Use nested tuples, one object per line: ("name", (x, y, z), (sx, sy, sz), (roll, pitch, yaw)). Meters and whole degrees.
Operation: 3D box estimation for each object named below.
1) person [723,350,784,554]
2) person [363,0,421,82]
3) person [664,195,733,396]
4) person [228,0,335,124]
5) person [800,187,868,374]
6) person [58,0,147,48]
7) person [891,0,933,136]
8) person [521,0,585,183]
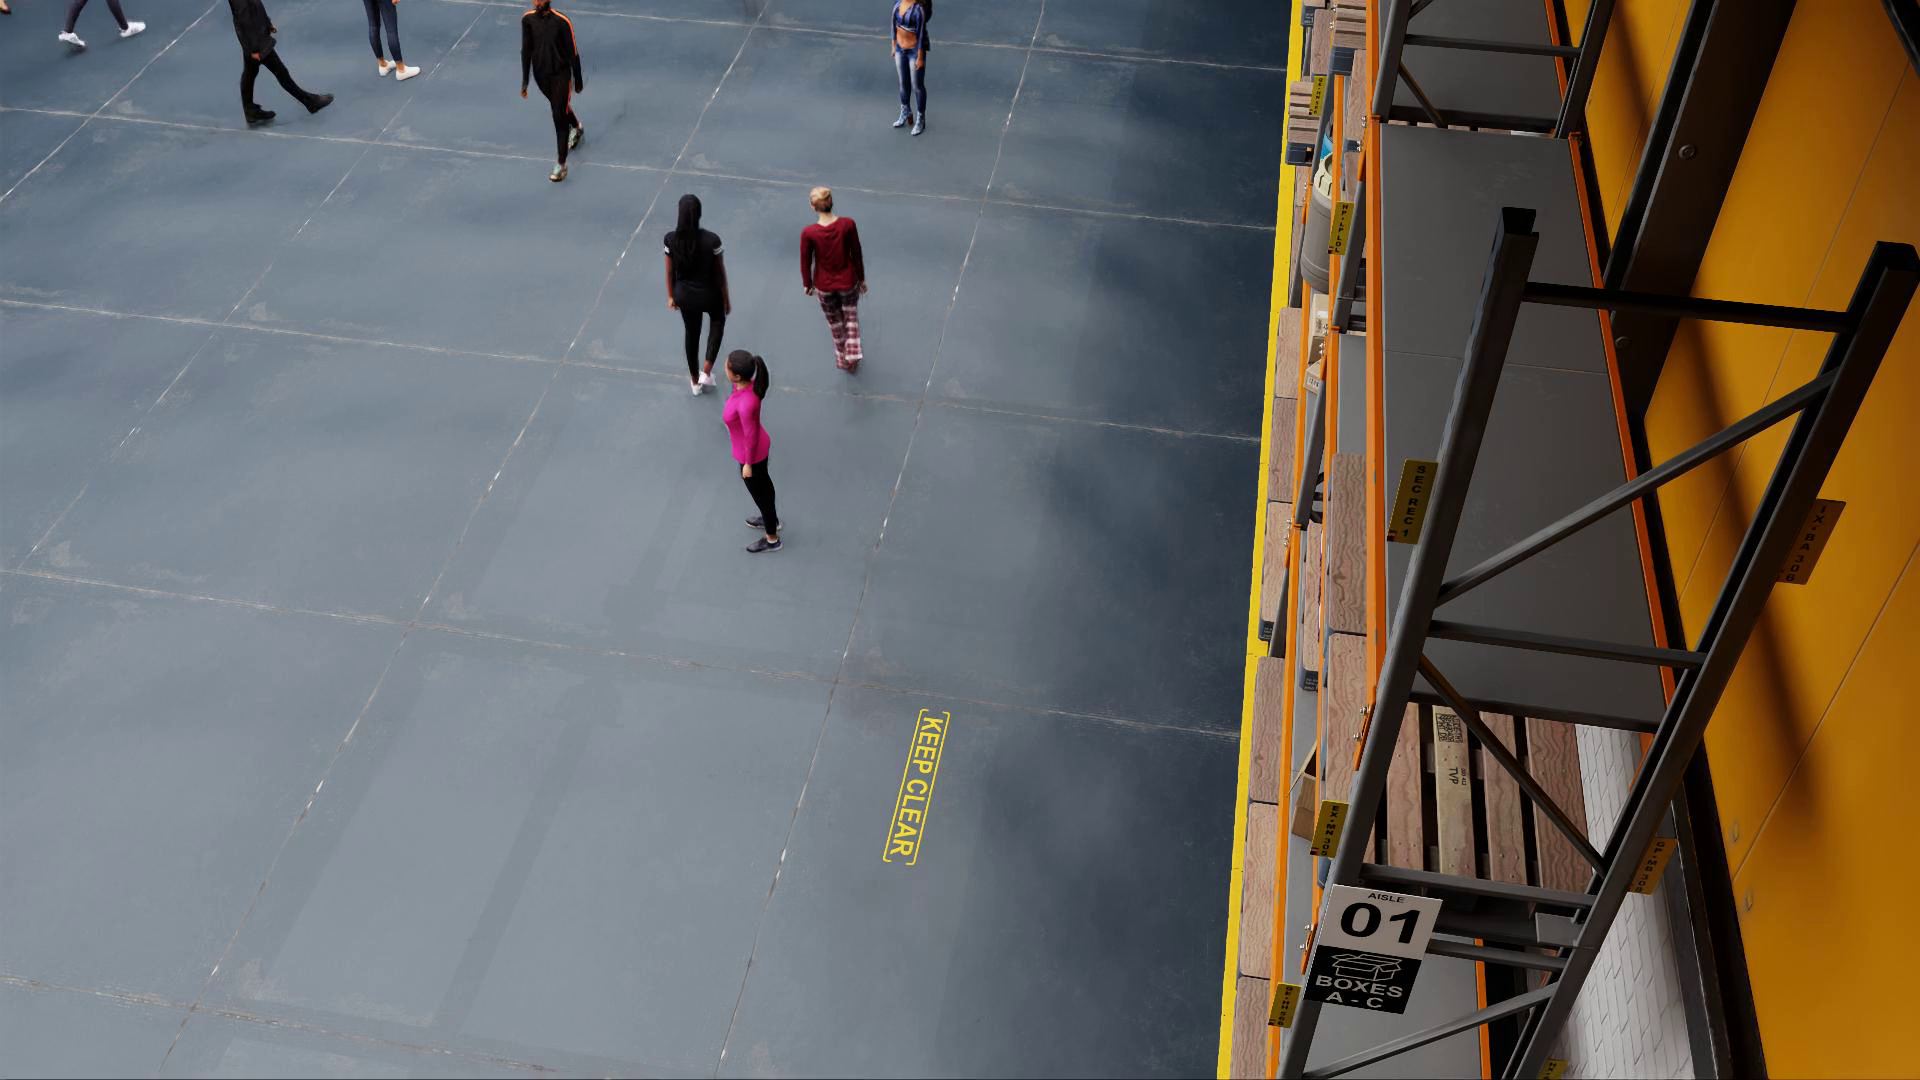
("person", (-1.422, -0.620, 11.492), (0.701, 1.699, 0.570), (-3, 44, -3))
("person", (-5.798, -5.451, 16.476), (0.658, 1.808, 0.609), (20, 47, 20))
("person", (-1.989, -1.808, 12.710), (0.685, 1.729, 0.730), (0, 44, 0))
("person", (-6.778, -4.738, 15.785), (1.077, 1.730, 1.116), (-17, 46, -17))
("person", (-0.949, -1.965, 12.901), (0.771, 1.691, 0.784), (-9, 44, -9))
("person", (-9.057, -5.878, 16.943), (1.018, 1.782, 1.194), (32, 52, 29))
("person", (-0.468, -4.626, 15.749), (0.694, 1.616, 0.717), (33, 53, 30))
("person", (-3.699, -4.291, 15.292), (0.677, 1.762, 1.214), (9, 44, 9))
